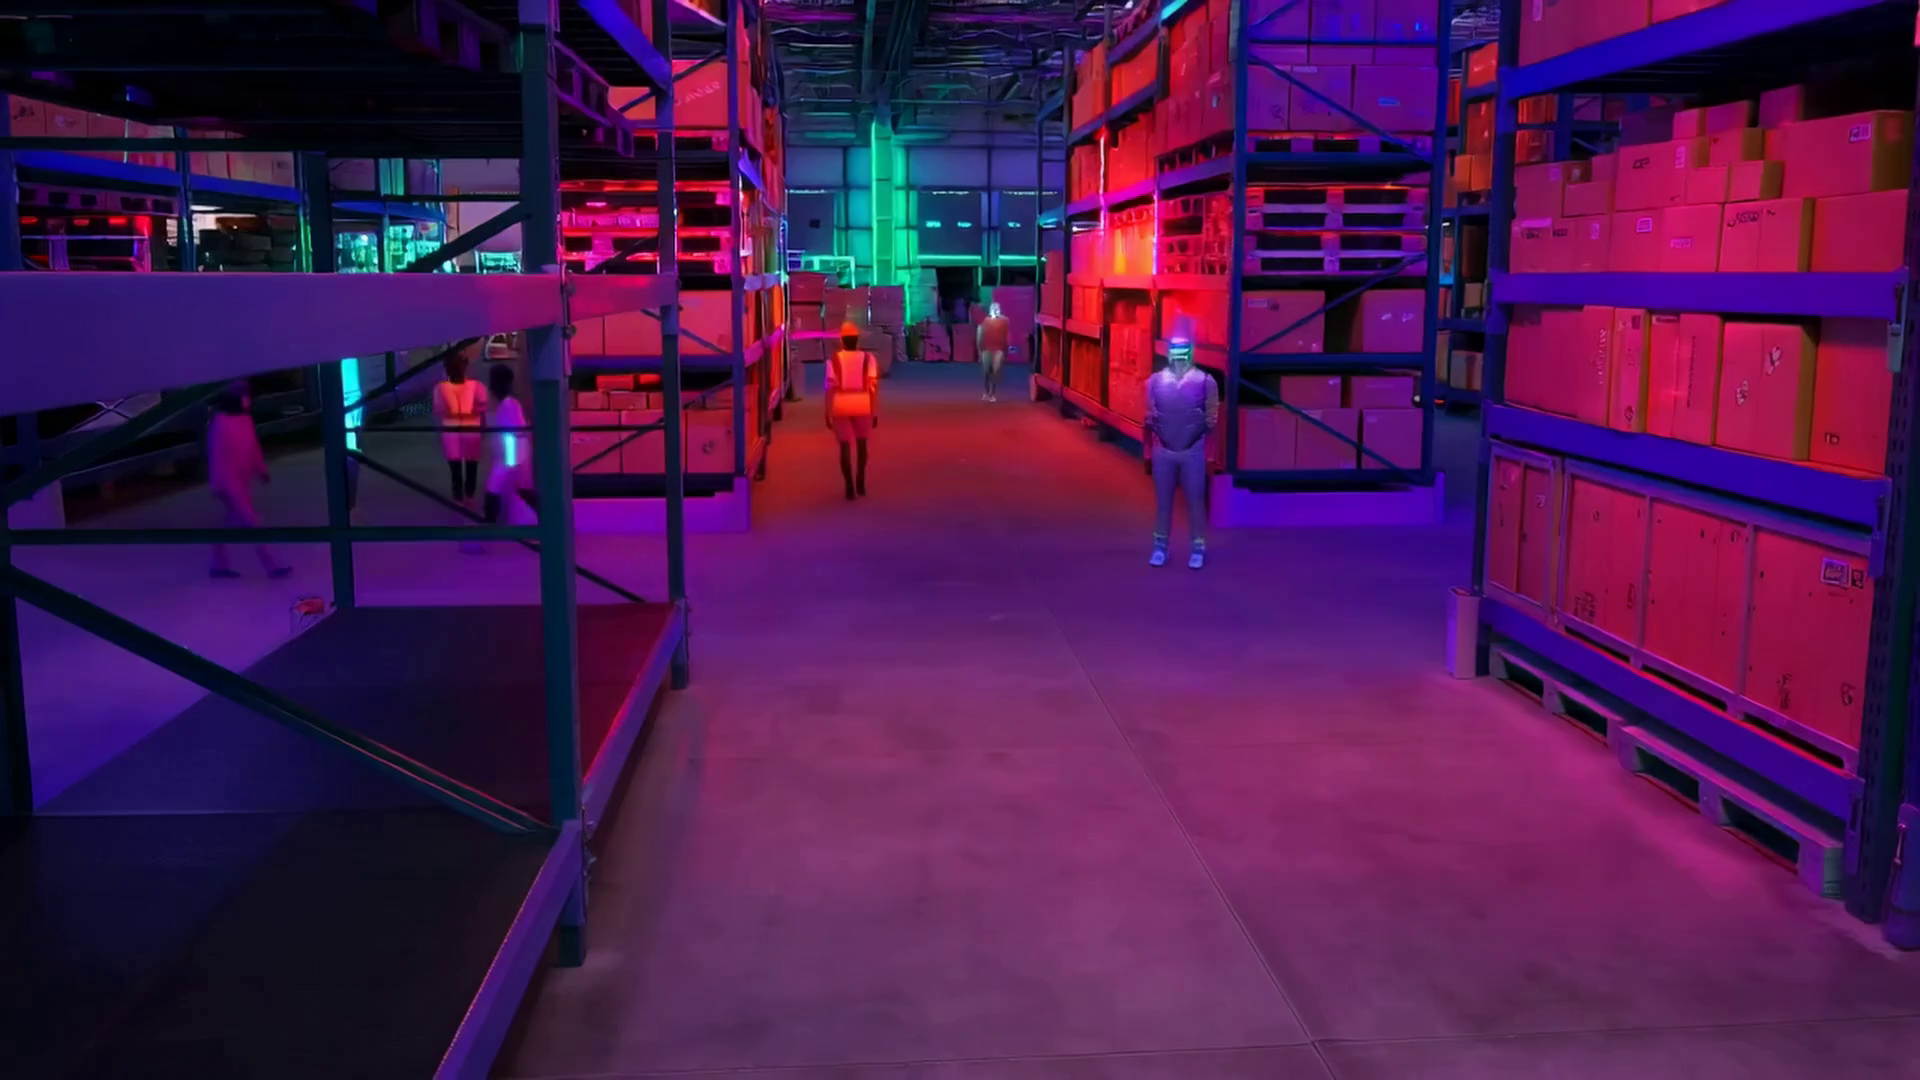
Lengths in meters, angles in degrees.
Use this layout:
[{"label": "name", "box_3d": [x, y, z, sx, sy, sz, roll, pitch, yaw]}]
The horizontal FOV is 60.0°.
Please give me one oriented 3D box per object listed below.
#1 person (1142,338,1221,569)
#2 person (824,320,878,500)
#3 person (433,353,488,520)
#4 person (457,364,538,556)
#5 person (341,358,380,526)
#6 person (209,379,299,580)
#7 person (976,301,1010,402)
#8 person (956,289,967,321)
[{"label": "person", "box_3d": [1.801, -0.708, 13.663, 0.640, 1.899, 0.398, 3, 10, 19]}, {"label": "person", "box_3d": [-1.187, -1.408, 17.982, 0.571, 1.913, 0.780, -1, 9, -7]}, {"label": "person", "box_3d": [-4.935, -1.032, 16.472, 0.528, 1.636, 0.888, -3, 9, -16]}, {"label": "person", "box_3d": [-3.850, -0.688, 14.302, 0.883, 1.651, 0.546, 0, 9, -3]}, {"label": "person", "box_3d": [-5.781, -1.109, 15.739, 0.404, 2.035, 0.609, -8, 12, -40]}, {"label": "person", "box_3d": [-5.567, -0.463, 13.030, 0.818, 1.589, 0.526, 1, 9, 4]}, {"label": "person", "box_3d": [0.633, -3.605, 31.791, 0.641, 1.915, 0.671, 0, 9, 0]}, {"label": "person", "box_3d": [-0.043, -8.040, 59.669, 0.583, 1.906, 0.643, -1, 9, -5]}]
